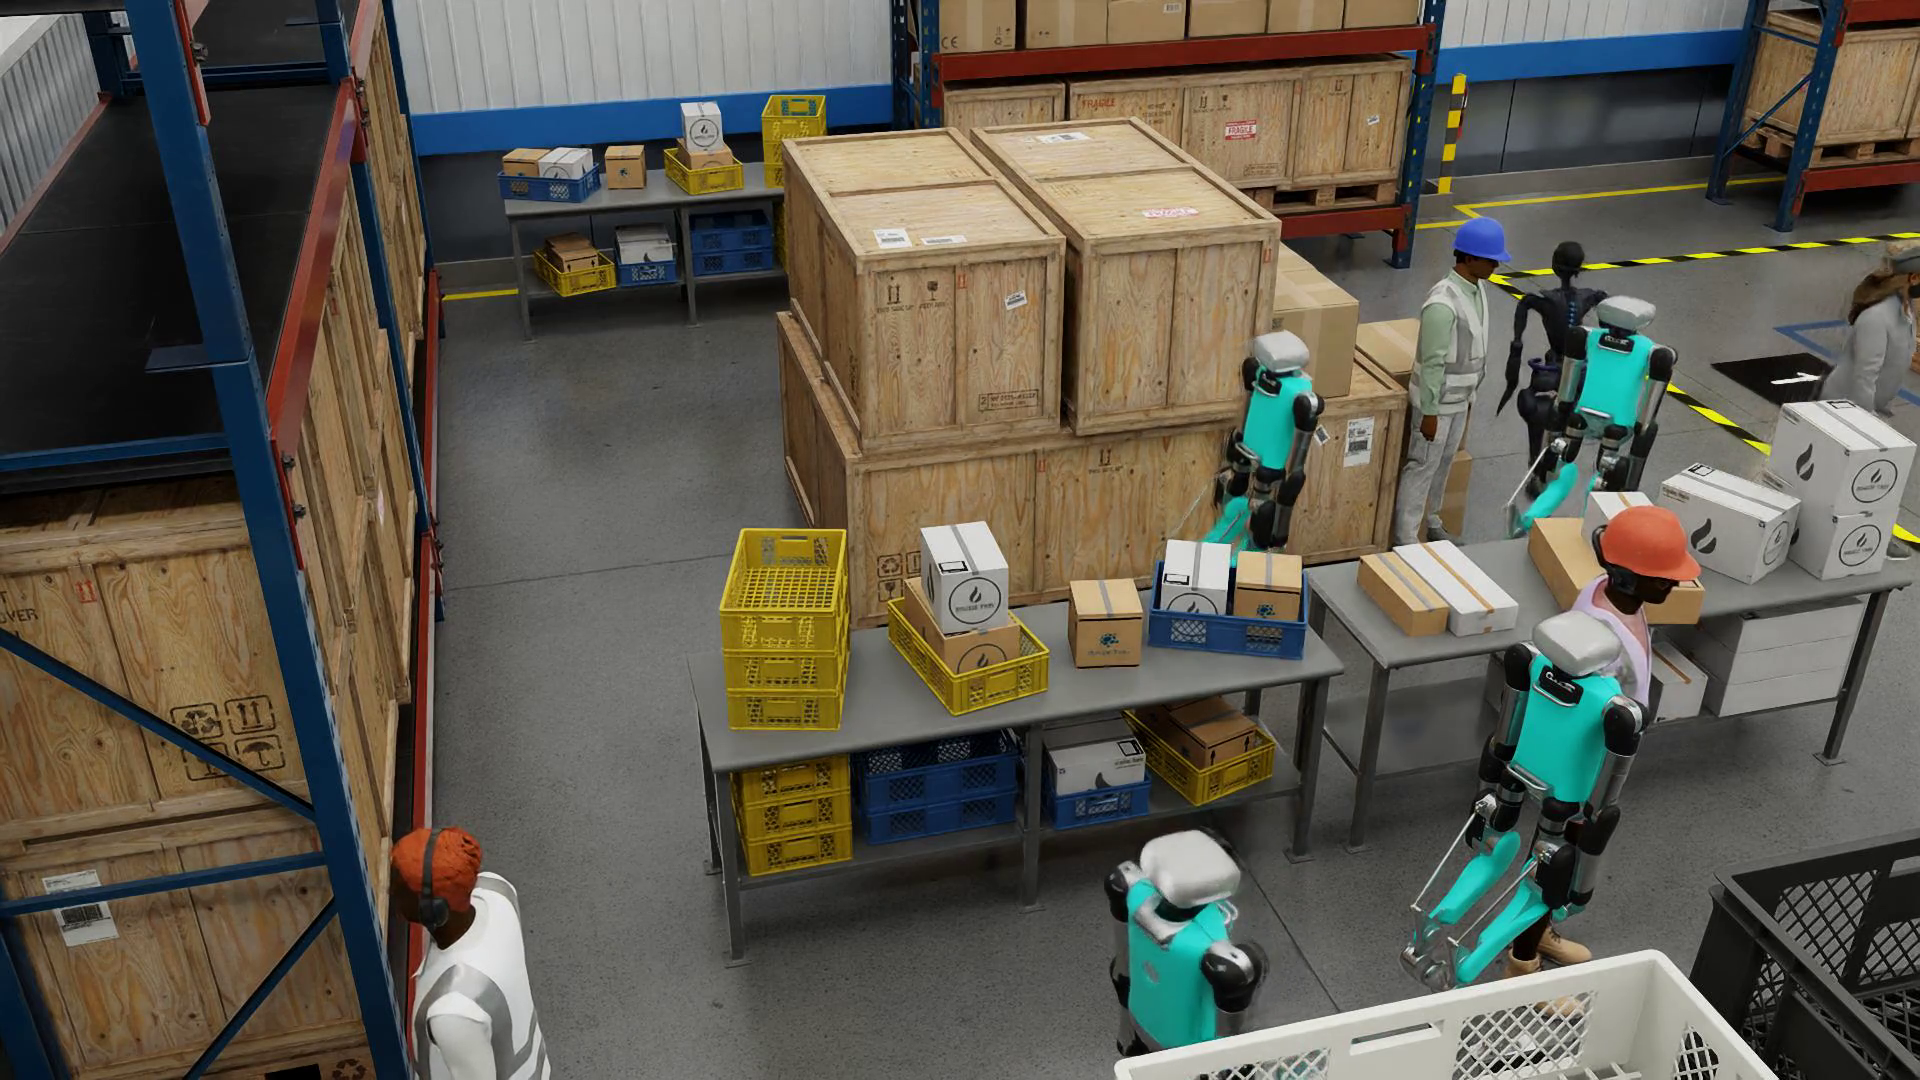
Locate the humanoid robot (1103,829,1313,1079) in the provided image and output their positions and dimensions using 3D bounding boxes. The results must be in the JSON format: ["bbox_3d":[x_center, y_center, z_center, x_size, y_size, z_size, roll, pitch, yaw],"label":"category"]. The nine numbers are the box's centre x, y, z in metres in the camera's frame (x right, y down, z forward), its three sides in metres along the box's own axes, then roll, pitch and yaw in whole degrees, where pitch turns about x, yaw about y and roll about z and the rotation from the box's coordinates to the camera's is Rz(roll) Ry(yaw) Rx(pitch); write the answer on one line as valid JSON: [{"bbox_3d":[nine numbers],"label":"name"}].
[{"bbox_3d":[0.874,1.491,4.931,0.996,1.774,0.533,-19,34,-31],"label":"humanoid robot"}]

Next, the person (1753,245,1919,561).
[{"bbox_3d":[4.843,-0.772,9.006,0.604,1.706,0.904,-20,35,-32],"label":"person"}]

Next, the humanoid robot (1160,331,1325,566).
[{"bbox_3d":[1.164,-0.042,7.745,0.856,1.855,0.553,-12,31,-21],"label":"humanoid robot"}]

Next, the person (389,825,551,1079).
[{"bbox_3d":[-1.319,1.558,4.616,0.355,1.882,0.573,-3,29,-5],"label":"person"}]

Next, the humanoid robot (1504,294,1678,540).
[{"bbox_3d":[2.934,-0.238,8.046,0.543,1.764,0.929,25,38,38],"label":"humanoid robot"}]

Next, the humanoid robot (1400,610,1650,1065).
[{"bbox_3d":[1.769,1.058,5.534,0.735,1.677,0.533,-15,32,-26],"label":"humanoid robot"}]

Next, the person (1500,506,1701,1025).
[{"bbox_3d":[2.231,0.785,5.855,0.377,2.041,0.615,13,31,21],"label":"person"}]

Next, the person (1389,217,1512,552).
[{"bbox_3d":[2.575,-0.765,8.779,0.412,1.939,0.602,19,34,31],"label":"person"}]

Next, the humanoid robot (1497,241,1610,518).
[{"bbox_3d":[3.325,-0.823,9.209,0.591,1.635,0.734,0,29,0],"label":"humanoid robot"}]
